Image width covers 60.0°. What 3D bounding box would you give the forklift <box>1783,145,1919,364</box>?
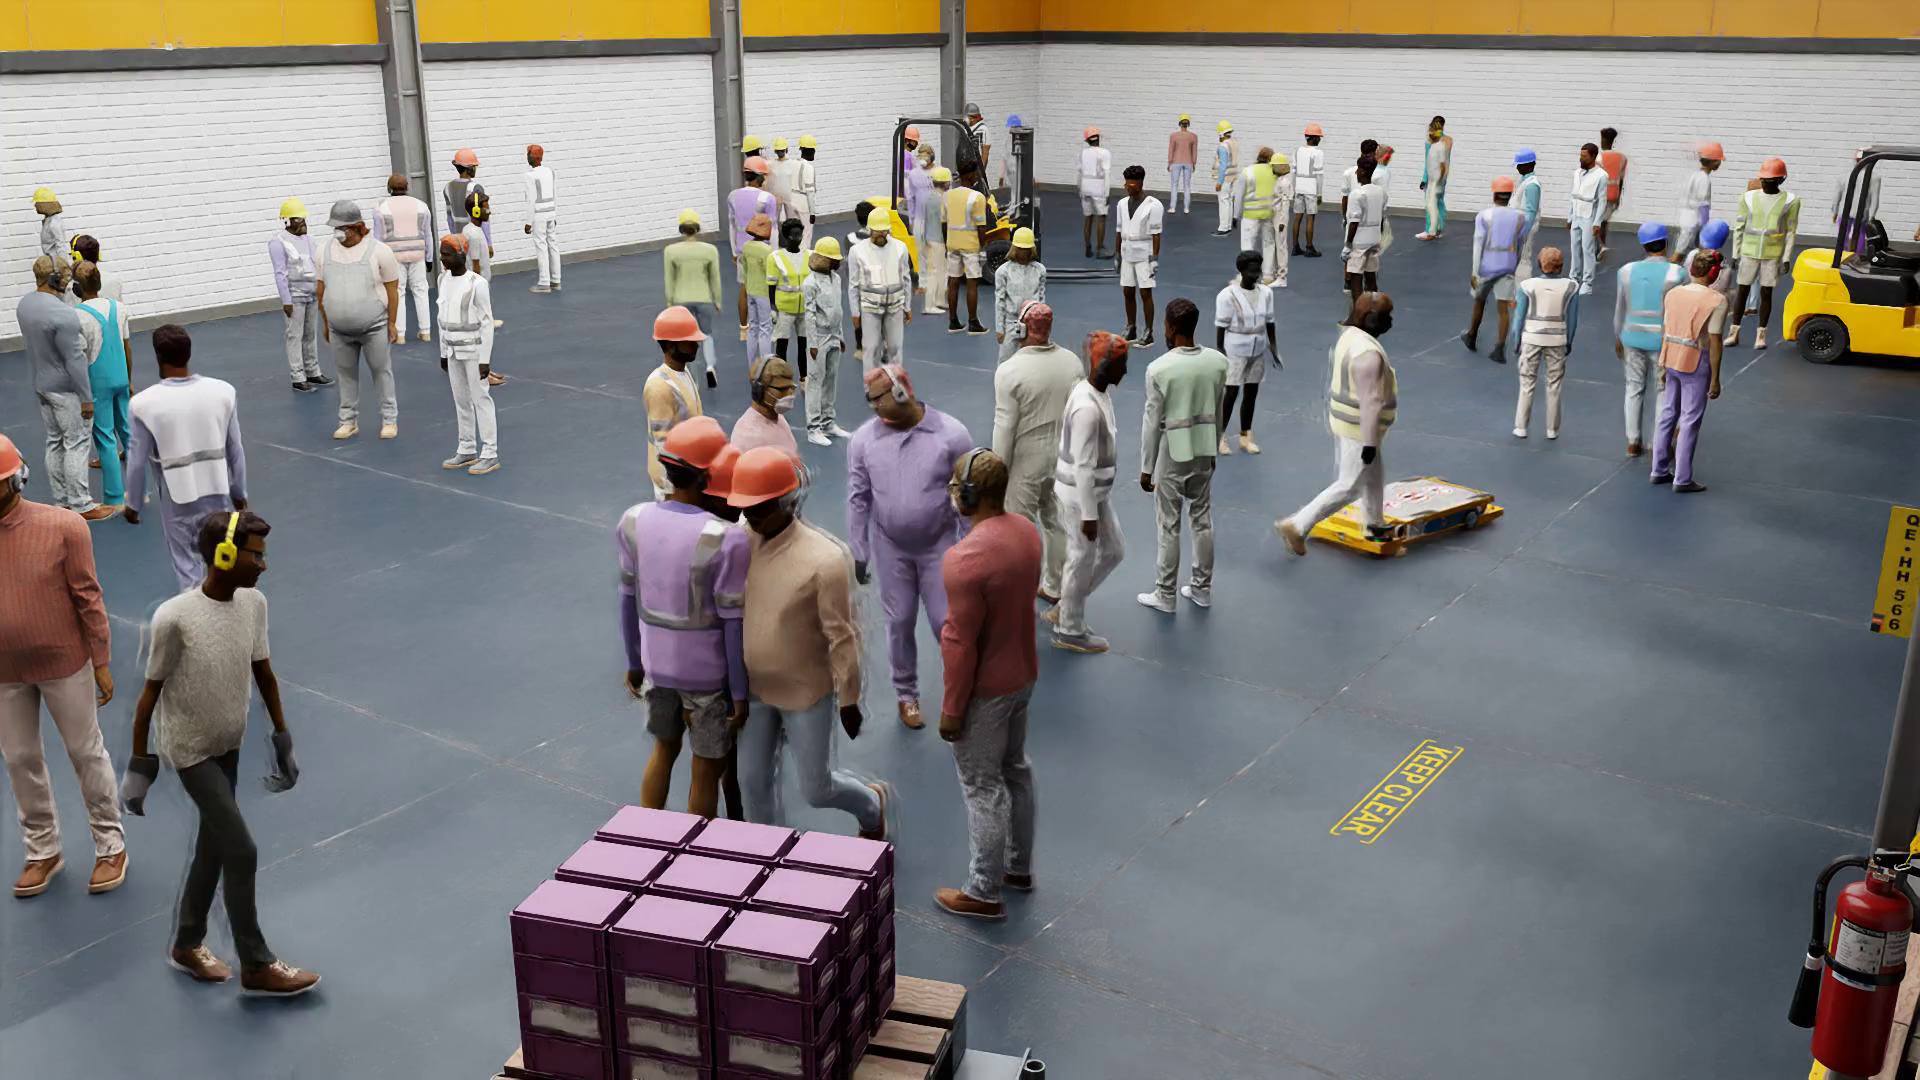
[{"bbox_3d":[9.803,-2.879,17.013,2.313,2.155,1.214,12,21,33],"label":"forklift"}]

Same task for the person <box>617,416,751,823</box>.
[{"bbox_3d":[-1.098,0.509,6.691,0.639,2.027,0.540,10,20,28],"label":"person"}]

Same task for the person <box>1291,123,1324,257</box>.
[{"bbox_3d":[5.143,-5.155,24.556,0.376,1.933,0.545,-13,22,-35],"label":"person"}]

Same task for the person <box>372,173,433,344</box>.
[{"bbox_3d":[-6.079,-3.073,18.206,0.633,1.840,0.430,-12,21,-32],"label":"person"}]

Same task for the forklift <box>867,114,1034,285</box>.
[{"bbox_3d":[-0.171,-4.594,22.377,2.313,2.155,1.214,1,18,3],"label":"forklift"}]

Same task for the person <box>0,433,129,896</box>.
[{"bbox_3d":[-3.783,0.508,6.766,0.627,1.983,0.403,-3,18,-10],"label":"person"}]

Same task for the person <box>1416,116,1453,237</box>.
[{"bbox_3d":[7.601,-5.793,26.574,0.587,1.920,0.390,-13,22,-35],"label":"person"}]

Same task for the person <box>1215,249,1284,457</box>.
[{"bbox_3d":[2.340,-1.541,13.647,0.578,1.693,0.321,-9,20,-26],"label":"person"}]

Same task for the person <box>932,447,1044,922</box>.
[{"bbox_3d":[0.123,0.578,6.645,0.377,1.928,0.634,10,20,27],"label":"person"}]

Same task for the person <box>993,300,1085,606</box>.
[{"bbox_3d":[0.429,-0.485,9.993,0.643,1.908,0.408,-14,22,-37],"label":"person"}]

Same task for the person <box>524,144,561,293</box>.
[{"bbox_3d":[-5.410,-4.147,21.483,0.353,1.883,0.573,8,19,23],"label":"person"}]

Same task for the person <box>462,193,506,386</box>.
[{"bbox_3d":[-4.651,-2.429,16.154,0.324,1.861,0.512,-6,19,-17],"label":"person"}]

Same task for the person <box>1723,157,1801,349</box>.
[{"bbox_3d":[8.612,-3.070,17.862,0.609,2.040,0.395,11,21,31],"label":"person"}]

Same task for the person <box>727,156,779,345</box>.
[{"bbox_3d":[-2.220,-3.147,18.123,0.611,2.032,0.411,9,20,27],"label":"person"}]

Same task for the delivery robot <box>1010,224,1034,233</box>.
[{"bbox_3d":[0.863,-4.656,25.061,0.477,0.478,0.707,6,18,19],"label":"delivery robot"}]

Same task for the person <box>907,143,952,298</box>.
[{"bbox_3d":[-0.390,-4.050,21.113,0.633,1.931,0.364,10,20,27],"label":"person"}]

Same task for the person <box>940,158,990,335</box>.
[{"bbox_3d":[0.055,-3.290,18.668,0.608,1.965,0.370,13,22,36],"label":"person"}]

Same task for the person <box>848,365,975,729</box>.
[{"bbox_3d":[-0.217,0.046,8.420,0.713,1.857,0.419,3,18,10],"label":"person"}]

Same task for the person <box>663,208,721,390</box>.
[{"bbox_3d":[-2.539,-2.271,15.835,0.529,1.750,0.441,-5,18,-14],"label":"person"}]

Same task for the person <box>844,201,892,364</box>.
[{"bbox_3d":[-0.917,-2.623,17.042,0.538,1.675,0.676,-5,18,-14],"label":"person"}]

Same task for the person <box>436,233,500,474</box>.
[{"bbox_3d":[-3.894,-1.460,13.080,0.580,1.883,0.352,12,21,33],"label":"person"}]

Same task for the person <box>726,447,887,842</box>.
[{"bbox_3d":[-0.639,0.551,6.660,0.627,1.964,0.793,12,21,33],"label":"person"}]

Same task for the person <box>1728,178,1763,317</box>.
[{"bbox_3d":[9.422,-3.474,19.798,0.505,1.627,0.278,-15,23,-39],"label":"person"}]

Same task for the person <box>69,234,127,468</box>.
[{"bbox_3d":[-6.838,-1.494,13.241,0.346,1.856,0.526,5,18,16],"label":"person"}]

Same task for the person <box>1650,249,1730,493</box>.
[{"bbox_3d":[5.499,-1.272,12.572,0.394,1.836,0.560,-7,19,-20],"label":"person"}]

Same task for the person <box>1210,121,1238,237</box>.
[{"bbox_3d":[4.252,-5.816,26.790,0.404,1.829,0.591,9,20,26],"label":"person"}]

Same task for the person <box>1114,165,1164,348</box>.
[{"bbox_3d":[1.915,-3.072,18.010,0.384,1.952,0.621,-17,24,-42],"label":"person"}]

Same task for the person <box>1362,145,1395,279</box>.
[{"bbox_3d":[5.573,-4.391,22.377,0.511,1.800,0.629,-6,19,-17],"label":"person"}]

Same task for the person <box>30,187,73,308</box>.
[{"bbox_3d":[-9.606,-2.867,17.705,0.315,1.743,0.487,-12,21,-32],"label":"person"}]

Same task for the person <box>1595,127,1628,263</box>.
[{"bbox_3d":[9.200,-4.898,23.740,0.604,1.949,0.581,-3,18,-8],"label":"person"}]

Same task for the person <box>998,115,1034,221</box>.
[{"bbox_3d":[0.831,-5.841,26.731,0.970,1.904,0.636,-13,22,-35],"label":"person"}]

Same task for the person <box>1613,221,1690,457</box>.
[{"bbox_3d":[5.612,-1.623,13.545,0.647,1.913,0.430,16,24,40],"label":"person"}]

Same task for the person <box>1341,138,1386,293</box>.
[{"bbox_3d":[5.180,-4.147,21.349,0.602,1.966,0.368,12,22,34],"label":"person"}]

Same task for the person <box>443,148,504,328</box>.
[{"bbox_3d":[-5.562,-3.428,18.976,0.607,2.044,0.375,10,20,28],"label":"person"}]

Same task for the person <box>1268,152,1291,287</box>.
[{"bbox_3d":[4.181,-4.222,21.943,0.322,1.742,0.493,-2,18,-6],"label":"person"}]
